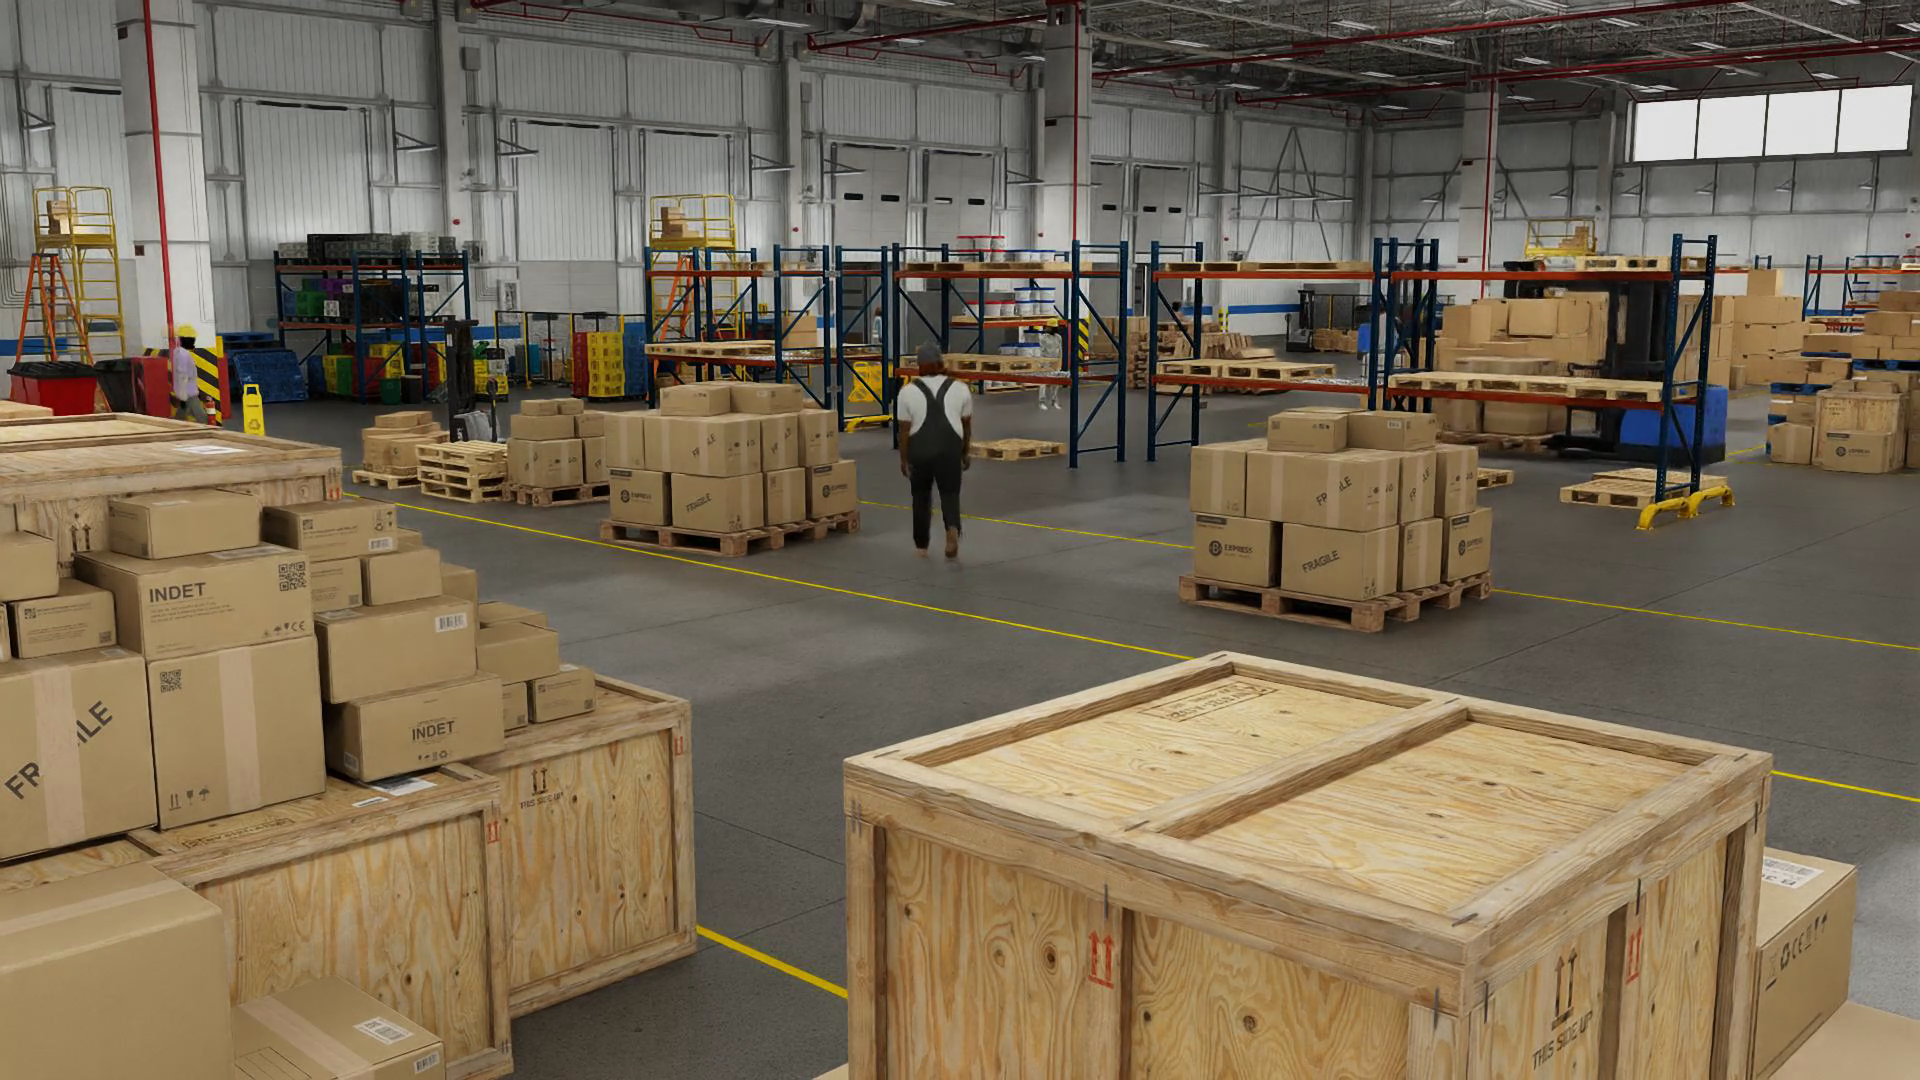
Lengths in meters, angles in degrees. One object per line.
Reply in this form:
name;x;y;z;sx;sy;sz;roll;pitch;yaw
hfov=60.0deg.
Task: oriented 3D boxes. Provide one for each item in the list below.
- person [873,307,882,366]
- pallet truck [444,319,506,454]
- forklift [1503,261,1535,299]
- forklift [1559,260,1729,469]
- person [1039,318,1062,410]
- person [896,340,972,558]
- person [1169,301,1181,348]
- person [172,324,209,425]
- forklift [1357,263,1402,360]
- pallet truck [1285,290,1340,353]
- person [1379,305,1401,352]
person;-2.169;-5.392;44.428;0.323;1.631;0.522;-1;9;-7
pallet truck;-6.981;-1.942;22.150;1.885;1.965;0.823;1;9;9
forklift;12.701;-4.971;38.022;1.873;2.768;1.129;9;13;43
forklift;9.342;-2.447;22.545;1.873;2.768;1.129;9;13;43
person;1.734;-3.332;31.485;0.488;1.736;0.321;-5;11;-28
person;-0.237;-0.815;15.108;0.694;2.000;0.720;-1;9;-6
person;6.608;-6.417;50.561;0.734;1.675;0.533;-2;9;-12
person;-10.931;-2.099;23.445;0.955;1.891;0.585;-5;11;-29
forklift;12.273;-6.458;47.142;1.873;2.768;1.129;3;10;15
pallet truck;11.297;-6.951;52.861;1.885;1.965;0.823;-5;11;-29
person;10.042;-4.655;39.134;0.636;1.897;1.014;9;13;42
